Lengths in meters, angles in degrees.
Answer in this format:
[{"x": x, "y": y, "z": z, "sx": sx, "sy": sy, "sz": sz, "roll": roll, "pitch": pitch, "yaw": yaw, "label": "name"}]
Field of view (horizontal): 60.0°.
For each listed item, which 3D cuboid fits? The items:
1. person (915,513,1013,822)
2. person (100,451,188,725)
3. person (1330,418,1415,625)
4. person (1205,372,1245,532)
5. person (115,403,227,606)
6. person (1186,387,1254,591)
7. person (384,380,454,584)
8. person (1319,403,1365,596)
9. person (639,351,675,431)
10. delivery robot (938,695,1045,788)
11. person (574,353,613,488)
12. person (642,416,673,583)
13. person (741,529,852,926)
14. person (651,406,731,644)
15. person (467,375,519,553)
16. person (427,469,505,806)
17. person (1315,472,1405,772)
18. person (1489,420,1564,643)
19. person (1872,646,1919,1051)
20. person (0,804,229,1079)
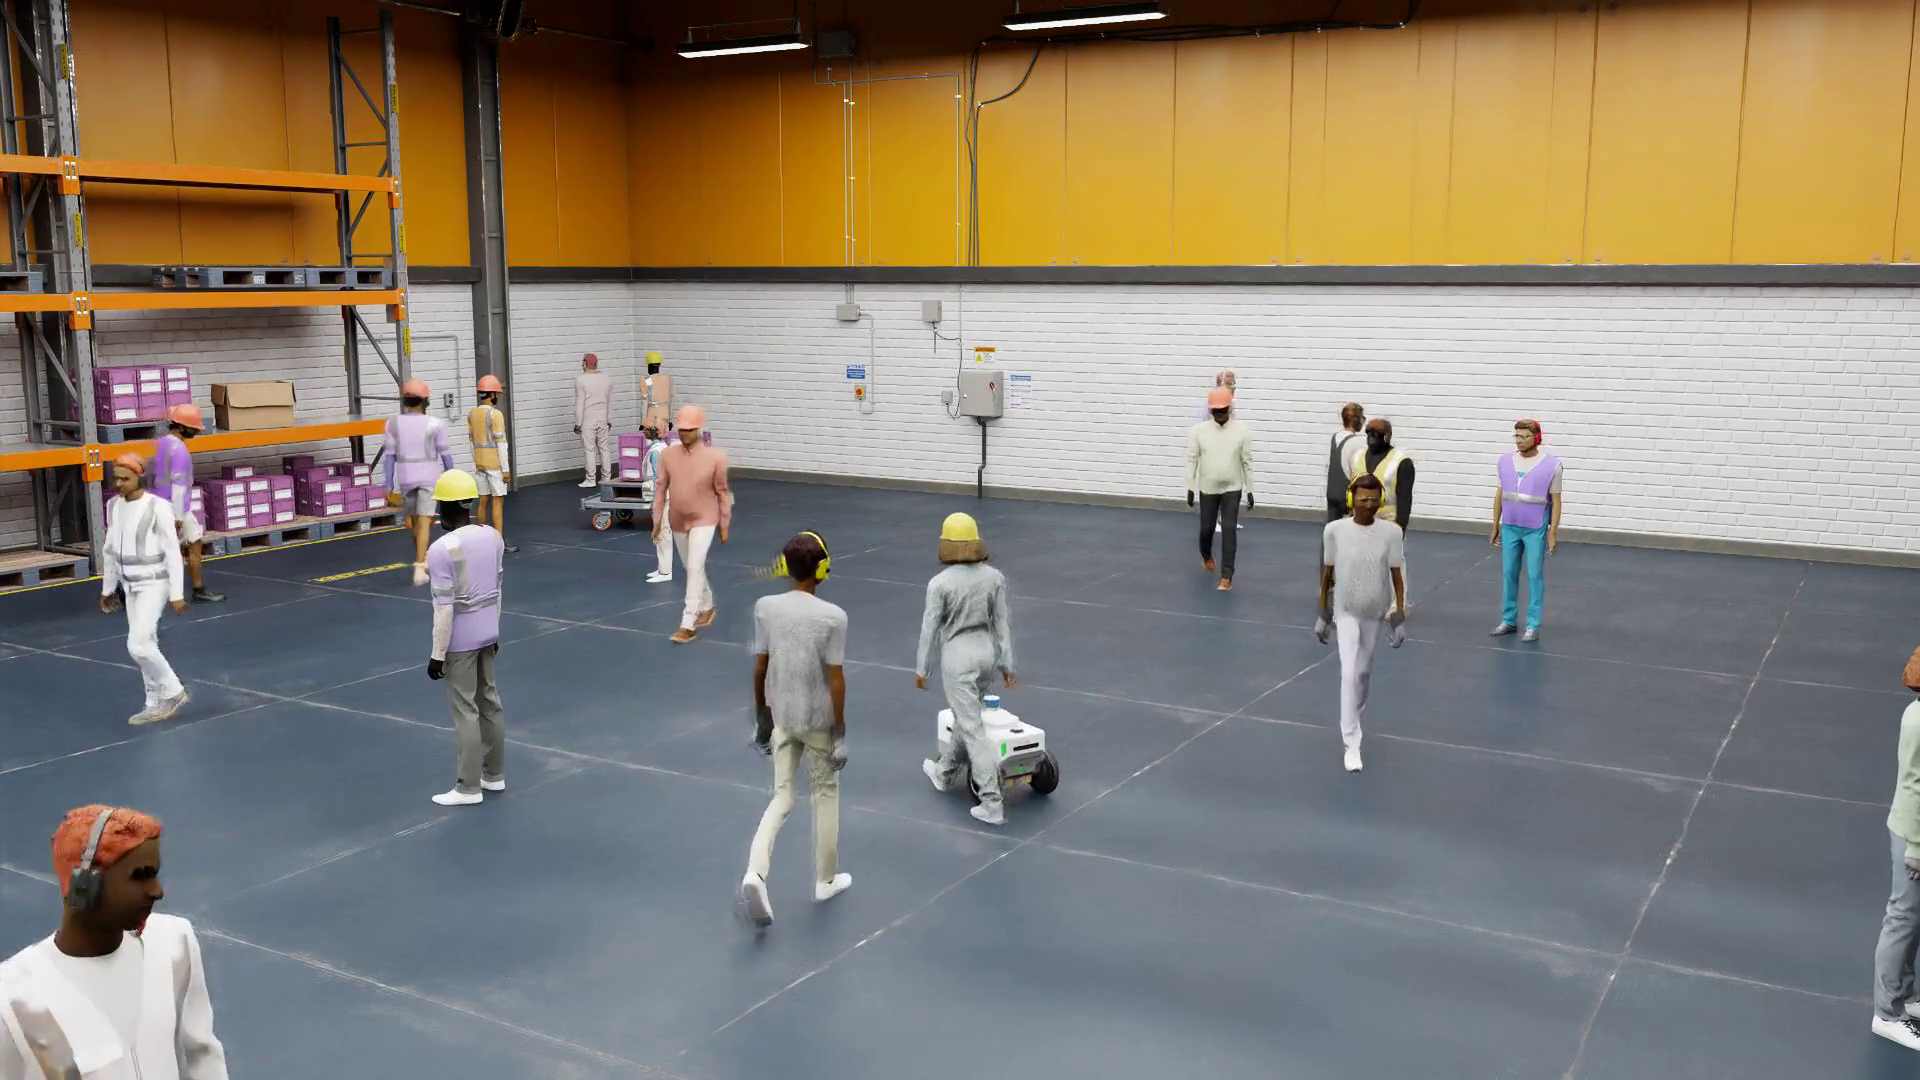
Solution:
[{"x": -0.010, "y": 0.689, "z": 9.372, "sx": 0.503, "sy": 1.686, "sz": 0.906, "roll": -6, "pitch": 11, "yaw": -34, "label": "person"}, {"x": -5.463, "y": 0.330, "z": 11.100, "sx": 0.609, "sy": 1.864, "sz": 0.421, "roll": 6, "pitch": 11, "yaw": 32, "label": "person"}, {"x": 3.589, "y": -0.150, "z": 14.342, "sx": 0.949, "sy": 1.792, "sz": 0.644, "roll": -9, "pitch": 12, "yaw": -43, "label": "person"}, {"x": 3.131, "y": -1.018, "z": 19.465, "sx": 0.595, "sy": 1.888, "sz": 0.649, "roll": 4, "pitch": 10, "yaw": 21, "label": "person"}, {"x": -7.148, "y": -0.293, "z": 14.971, "sx": 0.892, "sy": 1.877, "sz": 0.575, "roll": -9, "pitch": 13, "yaw": -44, "label": "person"}, {"x": 2.524, "y": -0.527, "z": 16.155, "sx": 0.655, "sy": 1.964, "sz": 0.725, "roll": 2, "pitch": 9, "yaw": 10, "label": "person"}, {"x": -5.342, "y": -0.594, "z": 16.510, "sx": 0.637, "sy": 1.982, "sz": 1.067, "roll": 0, "pitch": 9, "yaw": 0, "label": "person"}, {"x": 3.709, "y": -0.383, "z": 15.685, "sx": 0.771, "sy": 1.815, "sz": 0.521, "roll": -5, "pitch": 10, "yaw": -29, "label": "person"}, {"x": -4.346, "y": -1.737, "z": 23.805, "sx": 0.360, "sy": 1.930, "sz": 0.587, "roll": 8, "pitch": 12, "yaw": 40, "label": "person"}, {"x": 0.176, "y": 1.153, "z": 9.730, "sx": 0.477, "sy": 0.478, "sz": 0.707, "roll": -7, "pitch": 12, "yaw": -34, "label": "delivery robot"}, {"x": -5.228, "y": -1.694, "z": 23.616, "sx": 0.403, "sy": 1.906, "sz": 0.652, "roll": 7, "pitch": 12, "yaw": 38, "label": "person"}, {"x": -2.970, "y": -0.400, "z": 16.362, "sx": 0.311, "sy": 1.642, "sz": 0.512, "roll": -1, "pitch": 9, "yaw": -6, "label": "person"}, {"x": -0.775, "y": 0.871, "z": 7.813, "sx": 0.518, "sy": 1.846, "sz": 0.801, "roll": 4, "pitch": 10, "yaw": 22, "label": "person"}, {"x": -2.243, "y": -0.159, "z": 13.948, "sx": 0.607, "sy": 1.947, "sz": 1.044, "roll": 3, "pitch": 9, "yaw": 15, "label": "person"}, {"x": -5.071, "y": -0.814, "z": 18.021, "sx": 0.544, "sy": 1.939, "sz": 0.353, "roll": 6, "pitch": 11, "yaw": 35, "label": "person"}, {"x": -2.830, "y": 0.556, "z": 9.503, "sx": 0.363, "sy": 1.927, "sz": 0.587, "roll": 3, "pitch": 10, "yaw": 19, "label": "person"}, {"x": 2.524, "y": 0.461, "z": 10.481, "sx": 0.537, "sy": 1.818, "sz": 0.977, "roll": 1, "pitch": 9, "yaw": 4, "label": "person"}, {"x": 4.672, "y": -0.073, "z": 13.761, "sx": 0.471, "sy": 1.844, "sz": 0.590, "roll": -9, "pitch": 13, "yaw": -44, "label": "person"}, {"x": 3.820, "y": 1.172, "z": 6.564, "sx": 0.278, "sy": 1.635, "sz": 0.506, "roll": 8, "pitch": 12, "yaw": 41, "label": "person"}, {"x": -1.926, "y": 1.520, "z": 3.789, "sx": 0.608, "sy": 1.836, "sz": 0.602, "roll": 4, "pitch": 10, "yaw": 24, "label": "person"}]
